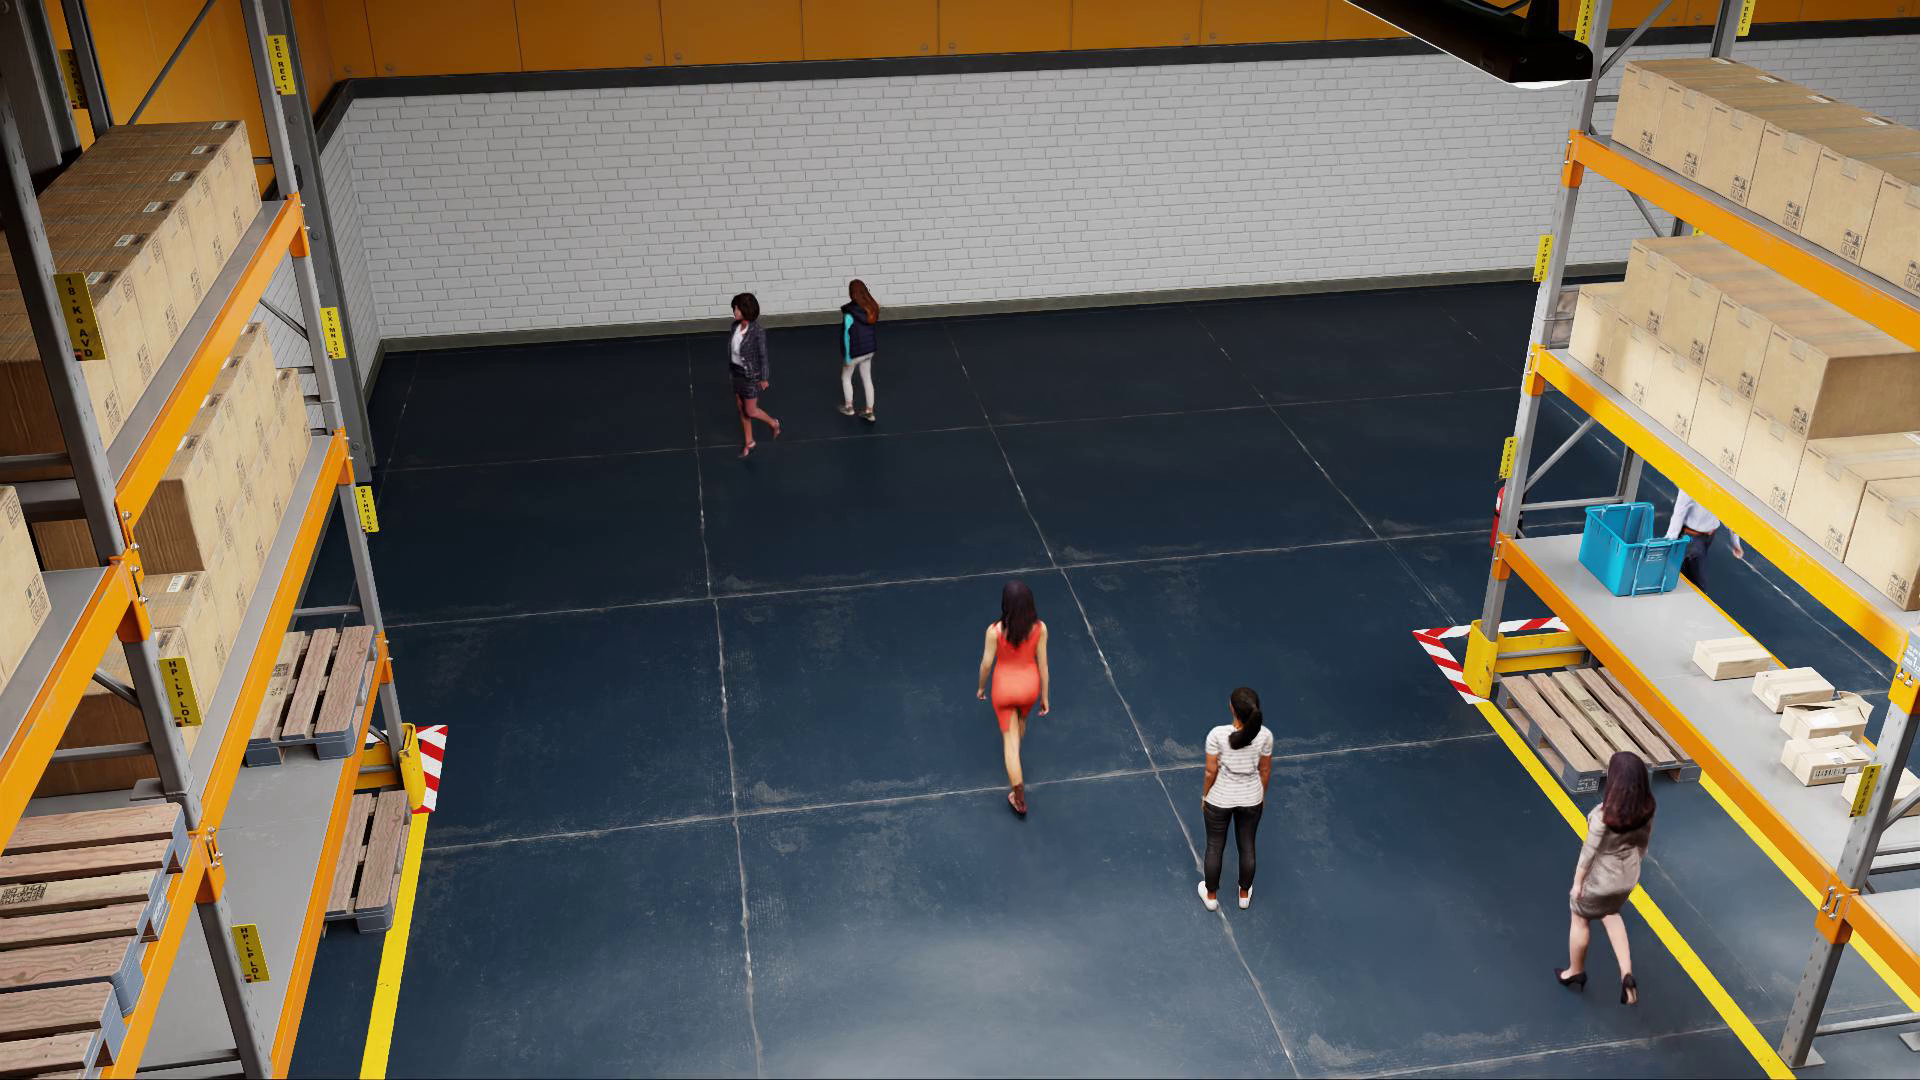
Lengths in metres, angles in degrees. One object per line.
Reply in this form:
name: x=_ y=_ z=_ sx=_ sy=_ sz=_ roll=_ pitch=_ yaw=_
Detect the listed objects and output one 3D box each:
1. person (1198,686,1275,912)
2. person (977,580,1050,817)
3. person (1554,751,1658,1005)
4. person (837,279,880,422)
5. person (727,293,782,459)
person: x=1.704 y=1.599 z=10.317 sx=0.594 sy=1.645 sz=0.571 roll=-1 pitch=29 yaw=-2
person: x=0.393 y=1.097 z=11.206 sx=0.637 sy=1.675 sz=1.094 roll=-6 pitch=29 yaw=-11
person: x=3.755 y=1.988 z=9.515 sx=0.675 sy=1.730 sz=0.855 roll=-10 pitch=30 yaw=-17
person: x=-0.976 y=-1.899 z=16.902 sx=0.863 sy=1.480 sz=0.784 roll=25 pitch=37 yaw=38
person: x=-2.004 y=-1.603 z=16.140 sx=0.870 sy=1.691 sz=0.821 roll=-25 pitch=37 yaw=-38
